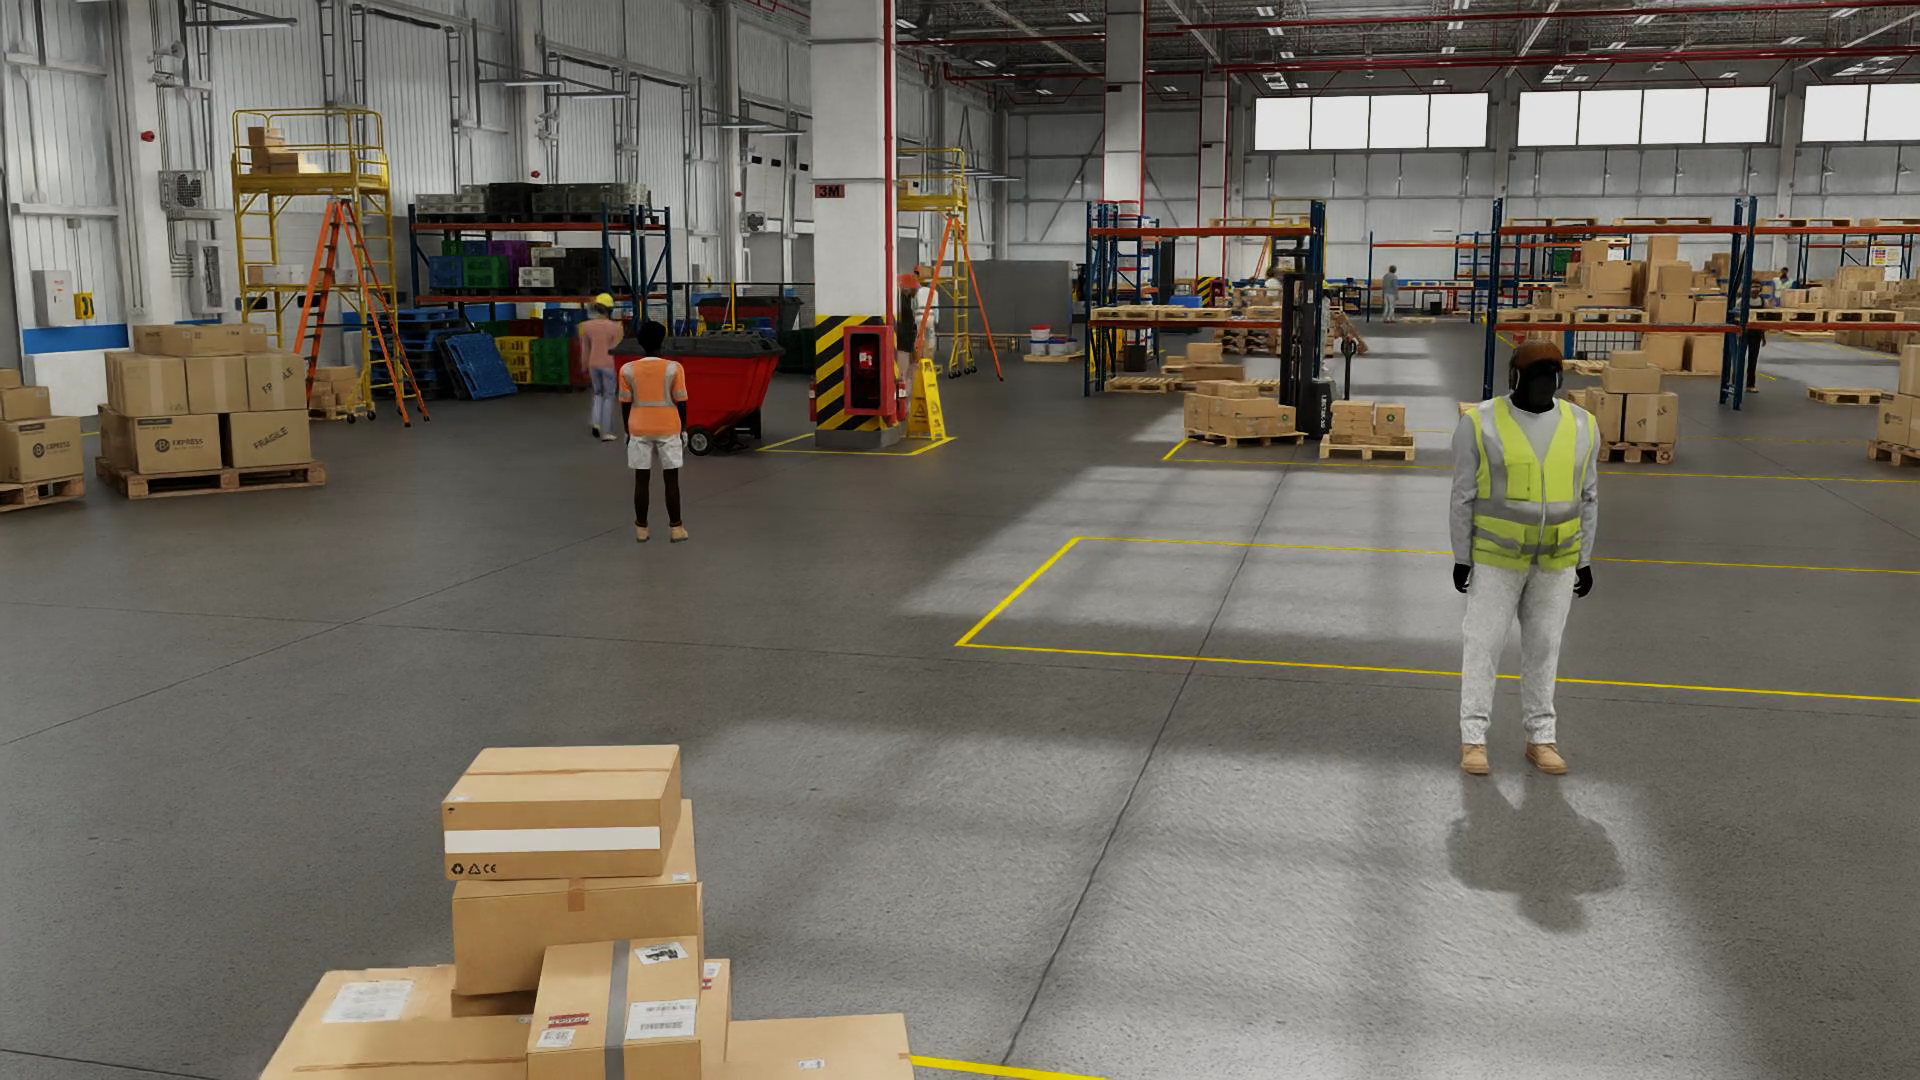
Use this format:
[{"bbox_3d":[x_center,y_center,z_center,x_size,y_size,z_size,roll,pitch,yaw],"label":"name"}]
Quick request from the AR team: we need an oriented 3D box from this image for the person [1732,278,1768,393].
[{"bbox_3d":[12.698,-3.276,26.733,0.508,1.844,0.332,0,10,1],"label":"person"}]

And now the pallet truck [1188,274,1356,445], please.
[{"bbox_3d":[3.653,-2.138,19.590,1.885,1.965,0.823,-4,10,-20],"label":"pallet truck"}]

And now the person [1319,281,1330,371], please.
[{"bbox_3d":[6.916,-4.097,31.902,0.483,1.737,0.320,-5,11,-26],"label":"person"}]

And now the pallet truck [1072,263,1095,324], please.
[{"bbox_3d":[4.325,-8.180,55.162,0.823,1.965,1.885,6,11,31],"label":"pallet truck"}]

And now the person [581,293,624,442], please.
[{"bbox_3d":[-4.218,-2.046,19.742,0.554,1.752,0.405,2,10,12],"label":"person"}]

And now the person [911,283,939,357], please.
[{"bbox_3d":[-0.699,-4.398,33.382,0.570,1.825,0.943,1,10,4],"label":"person"}]

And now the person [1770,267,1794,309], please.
[{"bbox_3d":[24.948,-7.342,50.512,0.619,1.903,0.634,4,10,22],"label":"person"}]

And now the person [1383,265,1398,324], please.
[{"bbox_3d":[14.158,-8.074,54.714,0.360,1.938,0.633,-4,11,-24],"label":"person"}]

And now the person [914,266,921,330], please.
[{"bbox_3d":[-1.298,-7.326,50.349,0.388,1.929,0.548,3,10,19],"label":"person"}]

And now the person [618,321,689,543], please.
[{"bbox_3d":[-2.324,-0.817,12.688,0.530,1.697,0.321,0,10,2],"label":"person"}]

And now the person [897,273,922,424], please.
[{"bbox_3d":[-0.660,-2.491,21.738,0.684,1.969,0.637,-1,10,-5],"label":"person"}]

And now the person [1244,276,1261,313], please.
[{"bbox_3d":[8.876,-7.173,50.331,0.557,1.616,0.465,1,10,7],"label":"person"}]

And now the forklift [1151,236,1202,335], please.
[{"bbox_3d":[5.866,-7.214,46.878,1.873,2.768,1.129,2,10,14],"label":"forklift"}]

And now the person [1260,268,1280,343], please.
[{"bbox_3d":[7.544,-5.673,40.628,0.599,1.919,0.626,9,13,44],"label":"person"}]

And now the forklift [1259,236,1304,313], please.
[{"bbox_3d":[9.645,-7.613,49.231,1.129,2.768,1.873,-1,10,-8],"label":"forklift"}]

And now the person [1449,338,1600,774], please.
[{"bbox_3d":[2.378,0.074,7.017,0.627,1.846,0.429,0,10,0],"label":"person"}]
